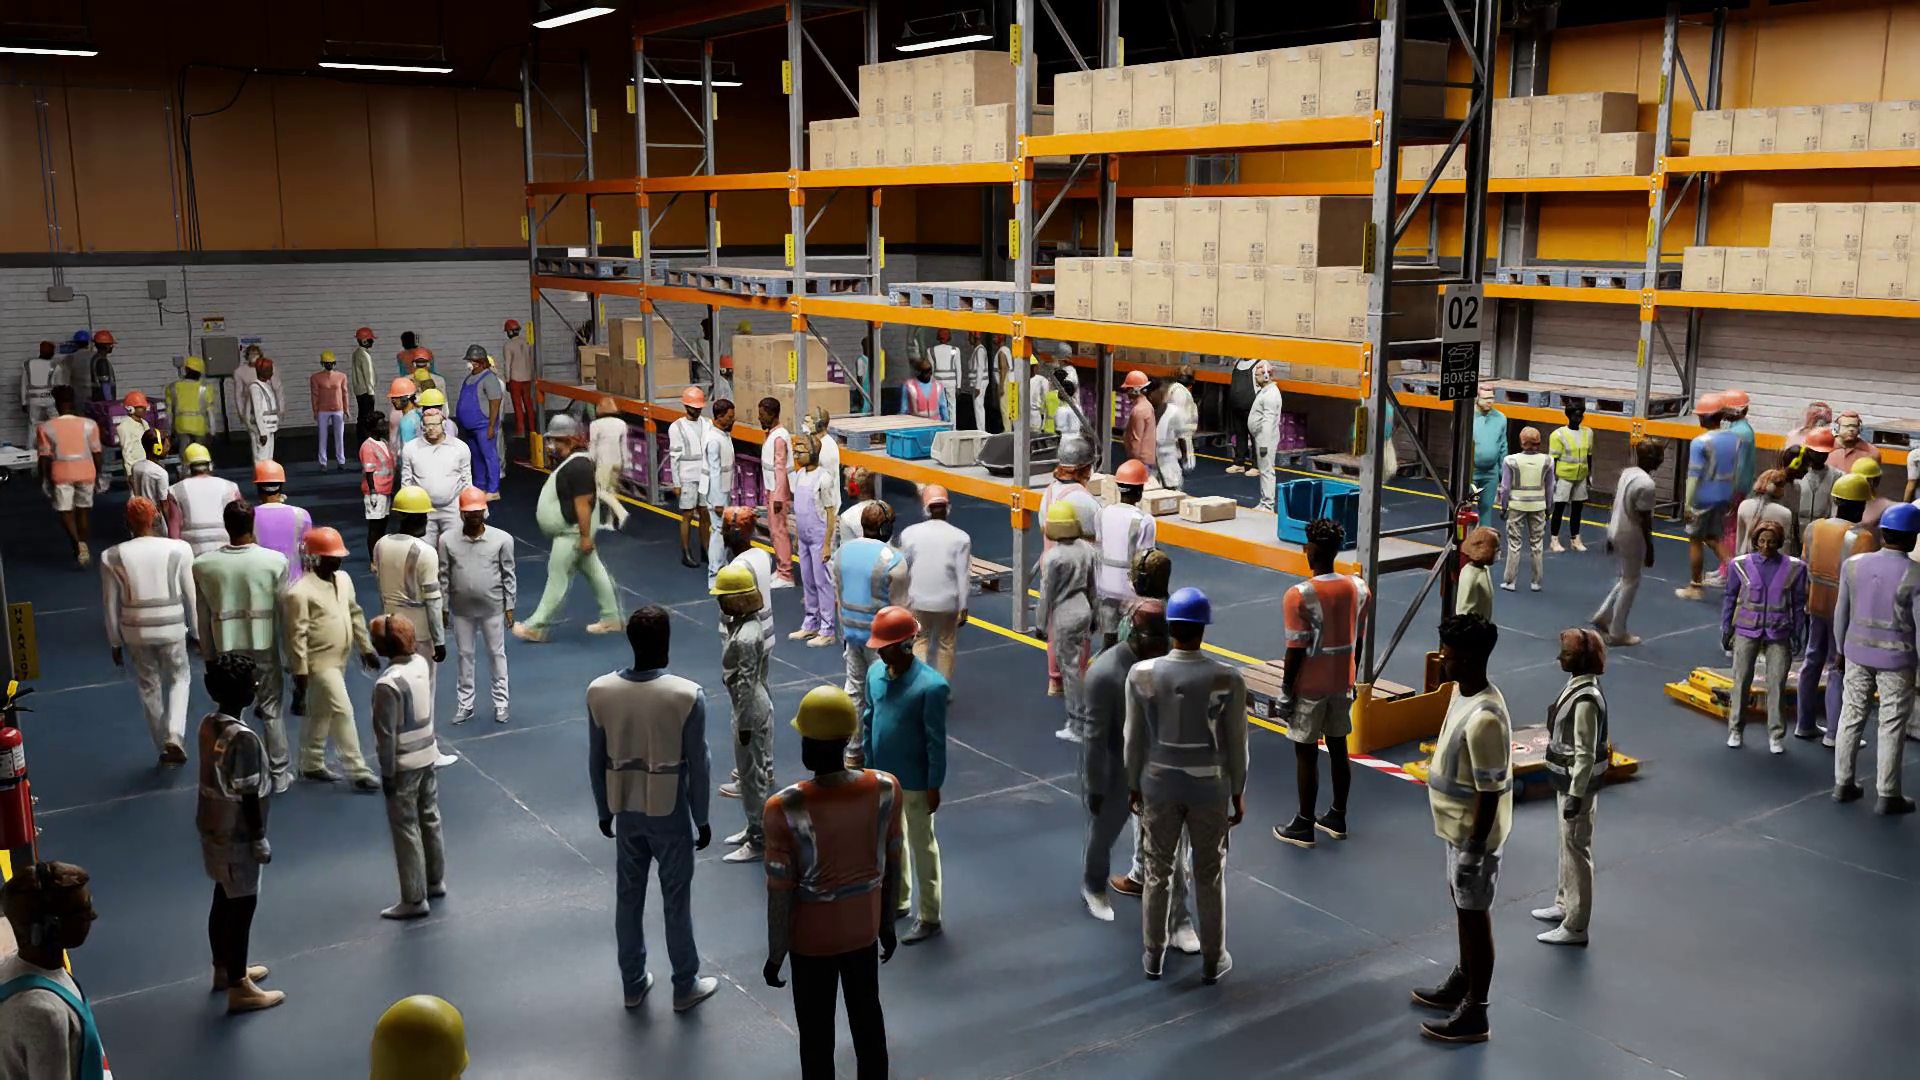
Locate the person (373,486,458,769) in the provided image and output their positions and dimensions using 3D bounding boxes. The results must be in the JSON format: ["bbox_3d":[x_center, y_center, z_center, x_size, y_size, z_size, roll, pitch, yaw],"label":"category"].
[{"bbox_3d":[-3.648,0.592,11.134,0.585,1.921,0.396,7,13,33],"label":"person"}]

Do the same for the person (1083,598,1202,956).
[{"bbox_3d":[0.922,1.158,8.476,0.682,1.840,0.981,-4,12,-20],"label":"person"}]

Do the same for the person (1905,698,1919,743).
[{"bbox_3d":[6.866,0.605,11.240,0.611,1.858,1.026,-4,12,-18],"label":"person"}]

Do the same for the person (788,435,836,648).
[{"bbox_3d":[-1.266,0.005,14.331,0.326,1.843,0.517,-8,14,-37],"label":"person"}]

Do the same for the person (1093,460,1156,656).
[{"bbox_3d":[1.235,0.369,12.259,0.548,1.929,0.388,11,15,43],"label":"person"}]

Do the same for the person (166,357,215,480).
[{"bbox_3d":[-9.991,-1.442,21.671,0.590,1.869,0.805,-4,12,-19],"label":"person"}]

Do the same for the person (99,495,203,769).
[{"bbox_3d":[-5.364,0.627,11.082,0.596,1.866,0.448,-4,12,-21],"label":"person"}]

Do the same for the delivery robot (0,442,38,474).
[{"bbox_3d":[-13.267,-1.127,23.191,0.477,0.478,0.707,7,13,32],"label":"delivery robot"}]

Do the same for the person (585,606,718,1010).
[{"bbox_3d":[-1.439,1.254,7.750,0.590,1.920,0.398,3,11,14],"label":"person"}]

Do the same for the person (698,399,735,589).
[{"bbox_3d":[-2.392,-0.455,16.528,0.399,1.906,0.603,0,11,1],"label":"person"}]

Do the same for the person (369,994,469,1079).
[{"bbox_3d":[-1.239,1.994,3.936,0.595,1.925,0.371,-4,12,-18],"label":"person"}]

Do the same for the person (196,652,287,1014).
[{"bbox_3d":[-3.399,1.356,7.815,0.320,1.692,0.547,-8,14,-37],"label":"person"}]

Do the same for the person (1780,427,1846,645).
[{"bbox_3d":[7.251,-0.014,14.220,0.545,1.929,0.389,3,12,17],"label":"person"}]

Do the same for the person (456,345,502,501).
[{"bbox_3d":[-6.280,-1.526,21.662,0.536,2.000,0.676,-10,15,-43],"label":"person"}]

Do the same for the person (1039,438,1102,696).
[{"bbox_3d":[0.915,0.236,12.646,0.538,2.000,0.684,-5,12,-25],"label":"person"}]

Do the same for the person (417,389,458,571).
[{"bbox_3d":[-5.404,-0.606,17.244,0.371,1.929,0.584,2,11,10],"label":"person"}]

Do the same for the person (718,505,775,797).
[{"bbox_3d":[-1.369,0.708,10.633,0.355,1.883,0.572,2,11,11],"label":"person"}]

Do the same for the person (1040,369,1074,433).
[{"bbox_3d":[1.295,-1.402,21.912,0.540,1.695,0.317,9,14,38],"label":"person"}]

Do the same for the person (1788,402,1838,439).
[{"bbox_3d":[8.678,-0.497,16.929,0.385,1.839,0.563,-10,15,-41],"label":"person"}]

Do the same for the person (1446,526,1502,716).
[{"bbox_3d":[3.488,0.706,11.313,0.290,1.628,0.509,6,13,28],"label":"person"}]

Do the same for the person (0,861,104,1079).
[{"bbox_3d":[-2.683,1.843,4.958,0.341,1.839,0.501,-7,13,-32],"label":"person"}]

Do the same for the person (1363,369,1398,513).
[{"bbox_3d":[5.232,-1.240,20.748,0.584,1.825,0.443,-10,15,-42],"label":"person"}]

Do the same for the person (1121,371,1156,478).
[{"bbox_3d":[1.985,-0.899,18.600,0.408,1.987,0.614,3,11,15],"label":"person"}]

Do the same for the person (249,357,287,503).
[{"bbox_3d":[-8.973,-1.418,21.502,0.355,1.887,0.573,-2,11,-11],"label":"person"}]

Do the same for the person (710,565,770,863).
[{"bbox_3d":[-1.258,0.990,9.575,0.324,1.737,0.486,-1,11,-7],"label":"person"}]

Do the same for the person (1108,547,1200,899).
[{"bbox_3d":[1.064,0.993,9.062,0.369,1.932,0.632,11,15,44],"label":"person"}]

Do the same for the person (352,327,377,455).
[{"bbox_3d":[-9.143,-2.280,25.639,0.397,1.992,0.621,-8,13,-34],"label":"person"}]

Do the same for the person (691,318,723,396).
[{"bbox_3d":[-4.286,-2.796,28.348,0.603,1.967,0.366,-7,13,-32],"label":"person"}]

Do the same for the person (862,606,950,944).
[{"bbox_3d":[-0.309,1.188,8.553,0.573,1.738,0.352,10,15,43],"label":"person"}]

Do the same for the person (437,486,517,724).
[{"bbox_3d":[-3.528,0.474,12.154,0.568,1.755,0.318,-1,11,-5],"label":"person"}]

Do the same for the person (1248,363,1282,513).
[{"bbox_3d":[3.746,-1.232,20.522,0.399,1.901,0.644,1,11,7],"label":"person"}]

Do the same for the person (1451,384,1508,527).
[{"bbox_3d":[5.633,-0.745,18.030,0.645,1.901,0.399,-2,11,-10],"label":"person"}]

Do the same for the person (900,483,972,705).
[{"bbox_3d":[-0.191,0.446,12.371,0.579,1.721,0.552,3,11,14],"label":"person"}]

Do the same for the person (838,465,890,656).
[{"bbox_3d":[-0.718,0.348,12.620,0.404,1.833,0.582,8,13,34],"label":"person"}]

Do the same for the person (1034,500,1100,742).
[{"bbox_3d":[0.749,0.572,11.728,0.459,1.721,0.482,10,15,41],"label":"person"}]

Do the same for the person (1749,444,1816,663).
[{"bbox_3d":[6.784,0.120,13.783,0.555,1.828,0.582,-9,14,-39],"label":"person"}]

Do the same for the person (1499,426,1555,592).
[{"bbox_3d":[5.583,-0.297,16.400,0.514,1.641,0.308,1,11,5],"label":"person"}]

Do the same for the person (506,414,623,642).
[{"bbox_3d":[-3.467,-0.139,14.563,1.028,2.000,0.695,-3,11,-16],"label":"person"}]

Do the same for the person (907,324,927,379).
[{"bbox_3d":[-0.819,-3.589,32.466,0.409,1.943,0.615,-5,12,-24],"label":"person"}]

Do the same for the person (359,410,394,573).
[{"bbox_3d":[-6.042,-0.502,17.305,0.318,1.696,0.537,0,11,0],"label":"person"}]

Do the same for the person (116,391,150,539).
[{"bbox_3d":[-9.194,-0.796,18.658,0.321,1.754,0.563,0,11,-3],"label":"person"}]

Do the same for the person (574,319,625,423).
[{"bbox_3d":[-6.373,-2.917,29.170,1.008,1.885,0.647,-6,12,-26],"label":"person"}]

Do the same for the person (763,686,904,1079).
[{"bbox_3d":[-0.495,1.502,6.447,0.590,1.930,0.358,-7,13,-33],"label":"person"}]

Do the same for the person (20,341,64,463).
[{"bbox_3d":[-13.685,-2.046,24.816,0.610,1.859,0.381,-3,11,-14],"label":"person"}]

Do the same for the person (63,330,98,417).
[{"bbox_3d":[-13.516,-2.273,25.754,0.614,1.938,0.413,-6,13,-28],"label":"person"}]

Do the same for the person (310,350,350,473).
[{"bbox_3d":[-9.118,-1.866,24.107,0.522,1.769,0.317,-8,14,-36],"label":"person"}]

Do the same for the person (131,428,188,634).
[{"bbox_3d":[-7.065,-0.062,14.657,0.529,1.855,0.333,8,13,34],"label":"person"}]
